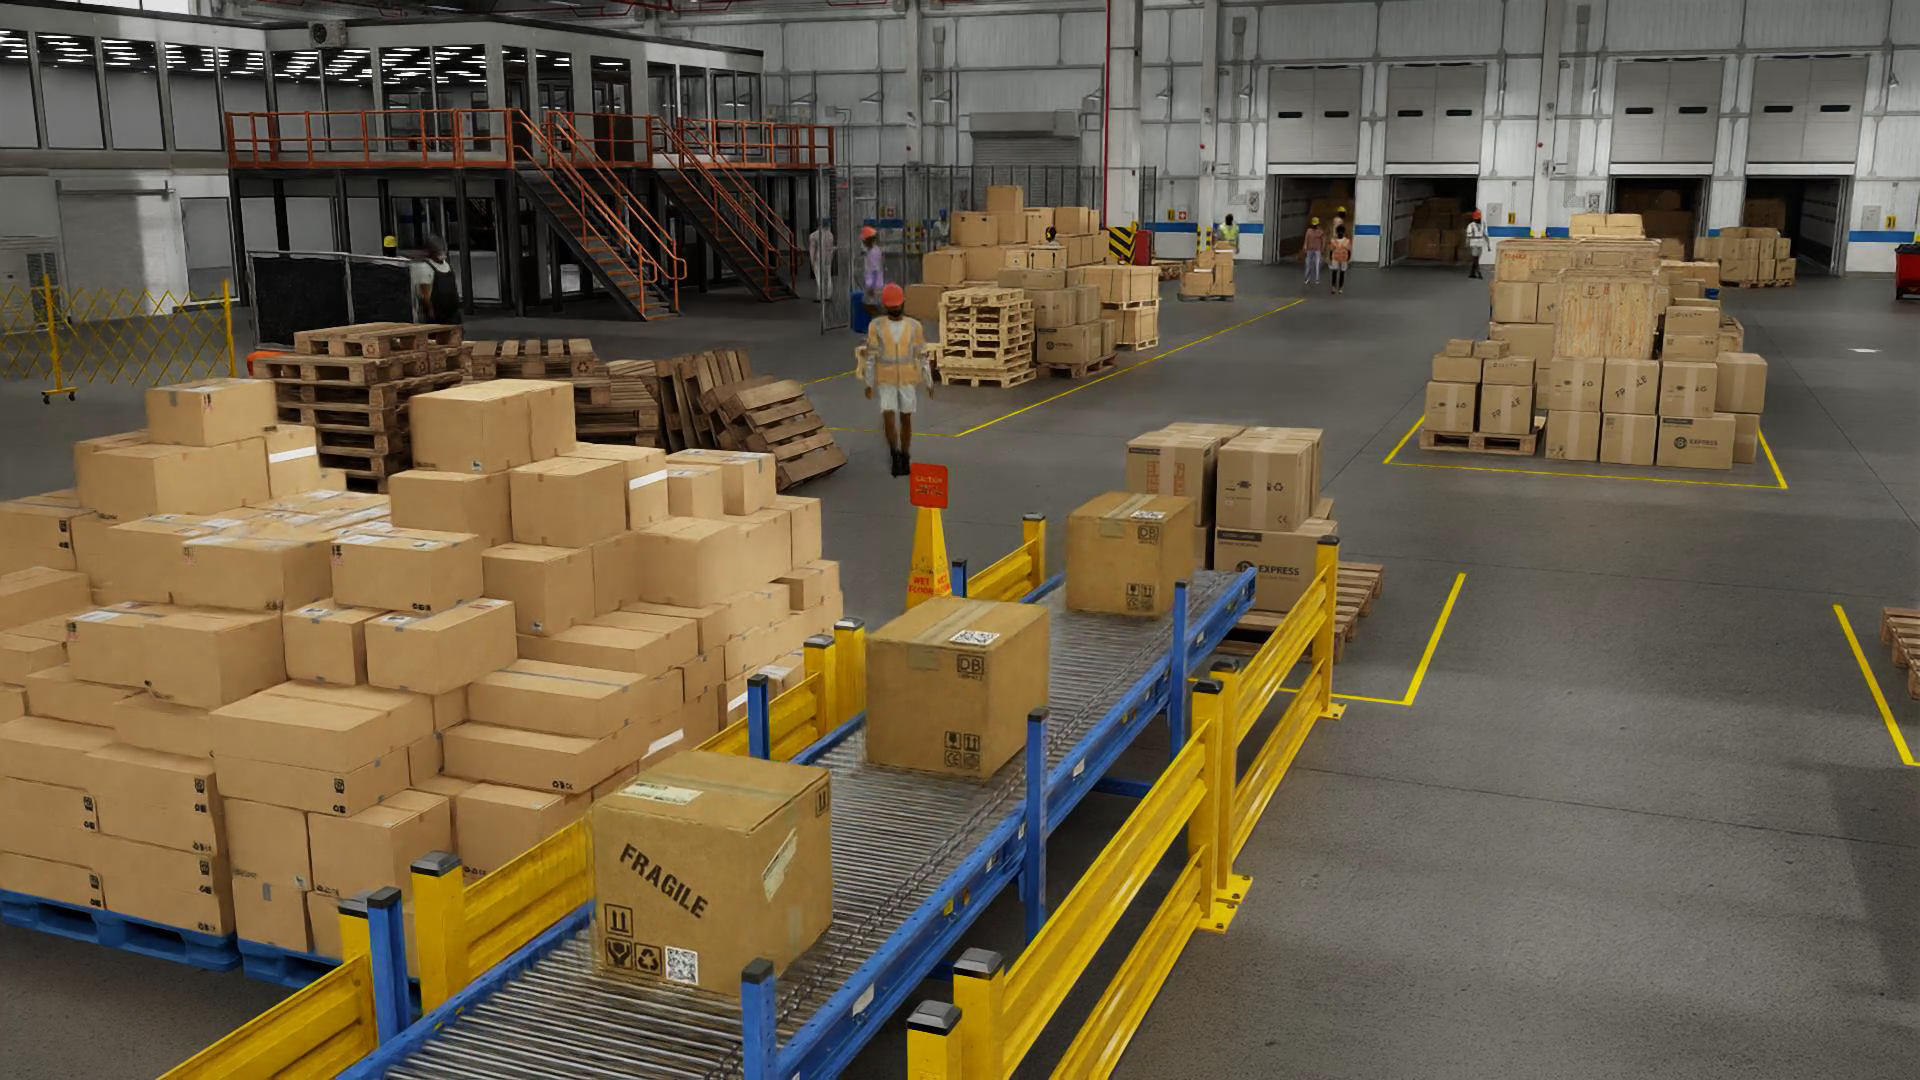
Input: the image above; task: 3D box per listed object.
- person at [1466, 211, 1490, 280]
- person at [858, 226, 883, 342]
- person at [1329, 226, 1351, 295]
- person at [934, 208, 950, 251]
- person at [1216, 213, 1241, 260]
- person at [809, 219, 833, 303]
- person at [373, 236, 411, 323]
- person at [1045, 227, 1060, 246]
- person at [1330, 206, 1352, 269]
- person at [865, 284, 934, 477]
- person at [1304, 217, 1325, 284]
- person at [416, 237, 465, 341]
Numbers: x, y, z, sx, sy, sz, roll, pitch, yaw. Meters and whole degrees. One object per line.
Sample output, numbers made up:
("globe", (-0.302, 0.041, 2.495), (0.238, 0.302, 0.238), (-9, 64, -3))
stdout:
("person", (14.347, -8.168, 46.078), (0.599, 1.921, 0.759), (-1, 13, -5))
("person", (-1.556, -4.499, 29.303), (0.467, 2.022, 0.639), (-4, 13, -15))
("person", (9.243, -6.801, 40.485), (0.536, 1.648, 0.889), (2, 13, 11))
("person", (-0.455, -8.252, 46.345), (0.613, 1.941, 0.404), (-1, 13, -4))
("person", (7.310, -7.964, 45.280), (0.655, 1.828, 0.450), (0, 13, -2))
("person", (-3.151, -6.335, 37.783), (0.623, 1.927, 0.390), (-9, 16, -36))
("person", (-9.407, -4.079, 27.640), (0.591, 1.927, 0.366), (-8, 15, -32))
("person", (1.844, -5.382, 33.651), (0.369, 1.876, 0.553), (8, 15, 33))
("person", (11.663, -9.183, 50.574), (0.778, 1.901, 0.613), (4, 13, 17))
("person", (-0.590, -1.561, 16.379), (0.689, 1.905, 0.593), (-2, 13, -9))
("person", (9.410, -7.686, 44.203), (0.524, 1.760, 0.327), (3, 13, 15))
("person", (-7.681, -3.489, 24.737), (0.684, 2.000, 0.692), (8, 15, 33))
